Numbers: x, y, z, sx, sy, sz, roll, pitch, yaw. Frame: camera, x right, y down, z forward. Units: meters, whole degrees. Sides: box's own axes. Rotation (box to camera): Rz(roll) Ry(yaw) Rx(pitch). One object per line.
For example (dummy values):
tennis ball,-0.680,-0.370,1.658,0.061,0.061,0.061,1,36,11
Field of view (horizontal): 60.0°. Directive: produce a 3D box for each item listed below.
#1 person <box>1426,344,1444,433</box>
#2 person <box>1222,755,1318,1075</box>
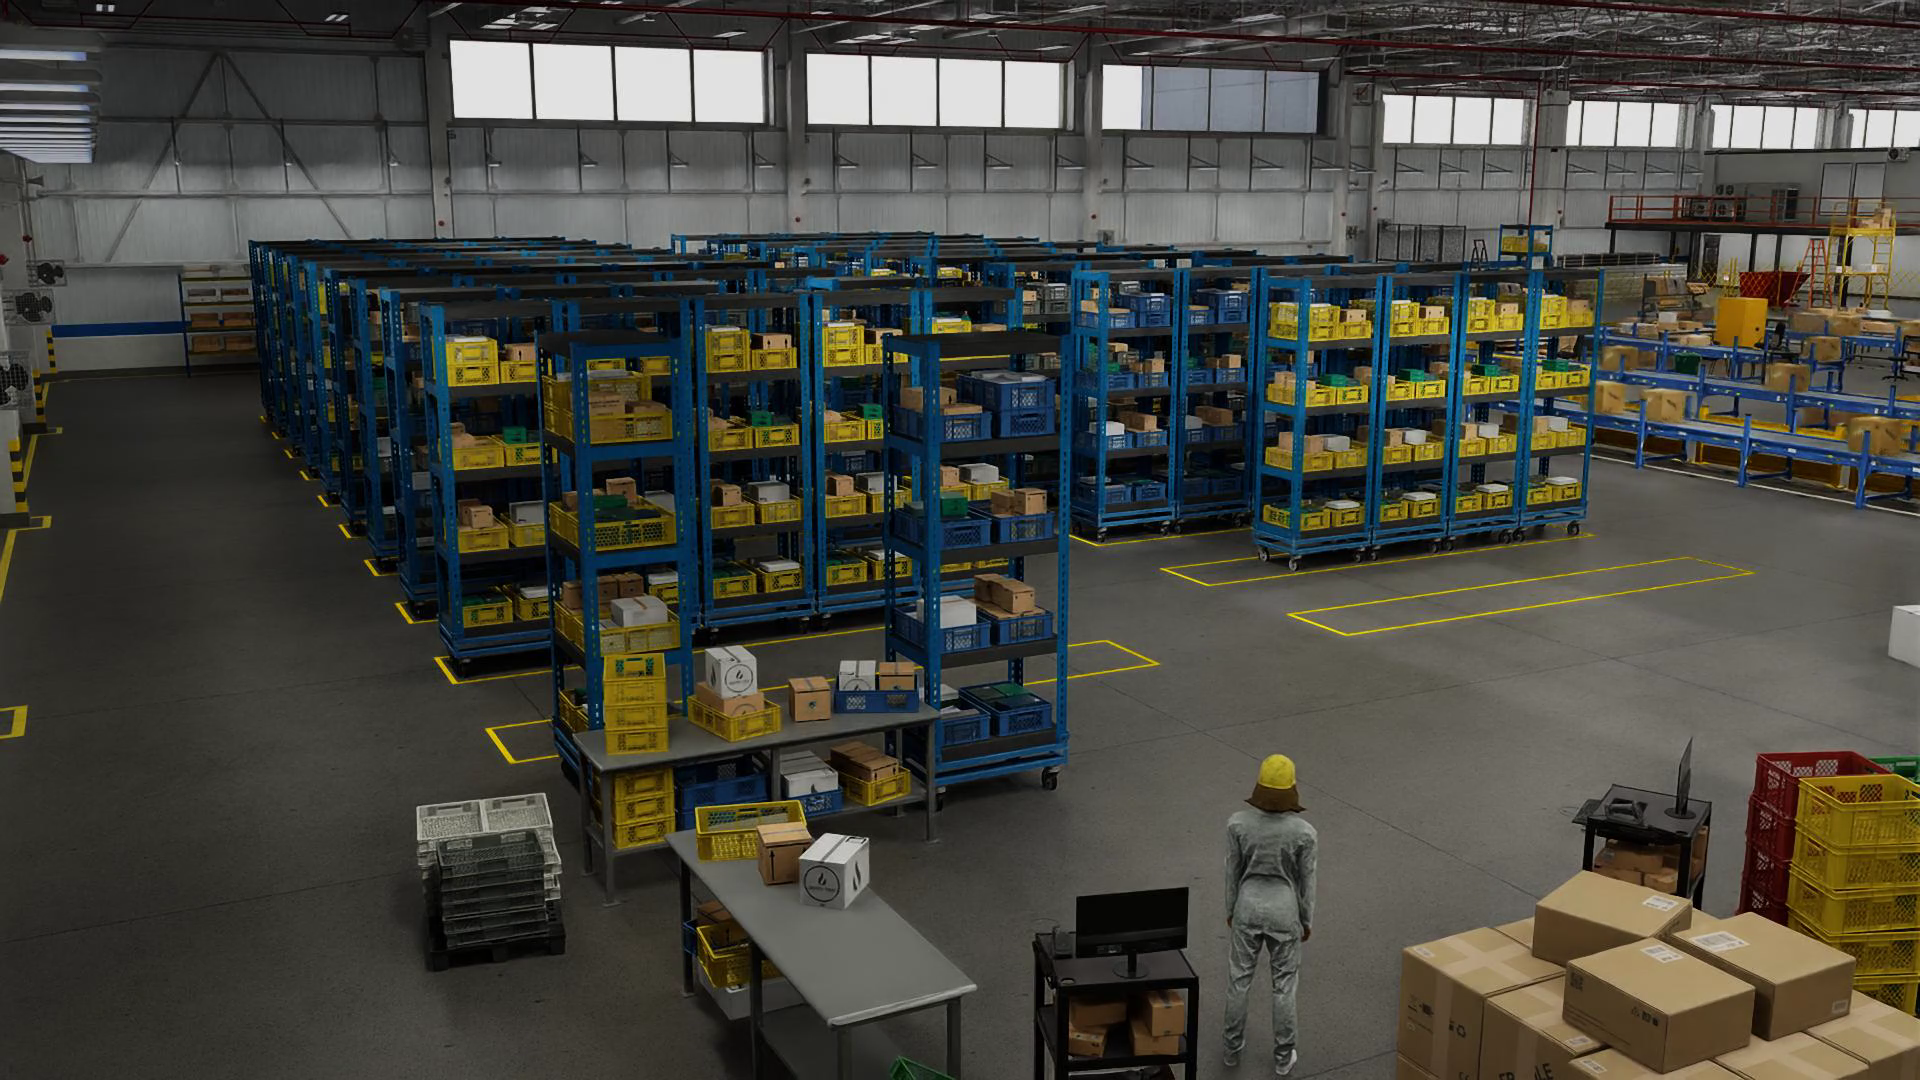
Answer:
person,8.393,-2.570,29.846,0.656,1.902,0.405,-2,12,-11
person,1.653,1.990,8.908,0.485,1.735,0.347,4,13,18
